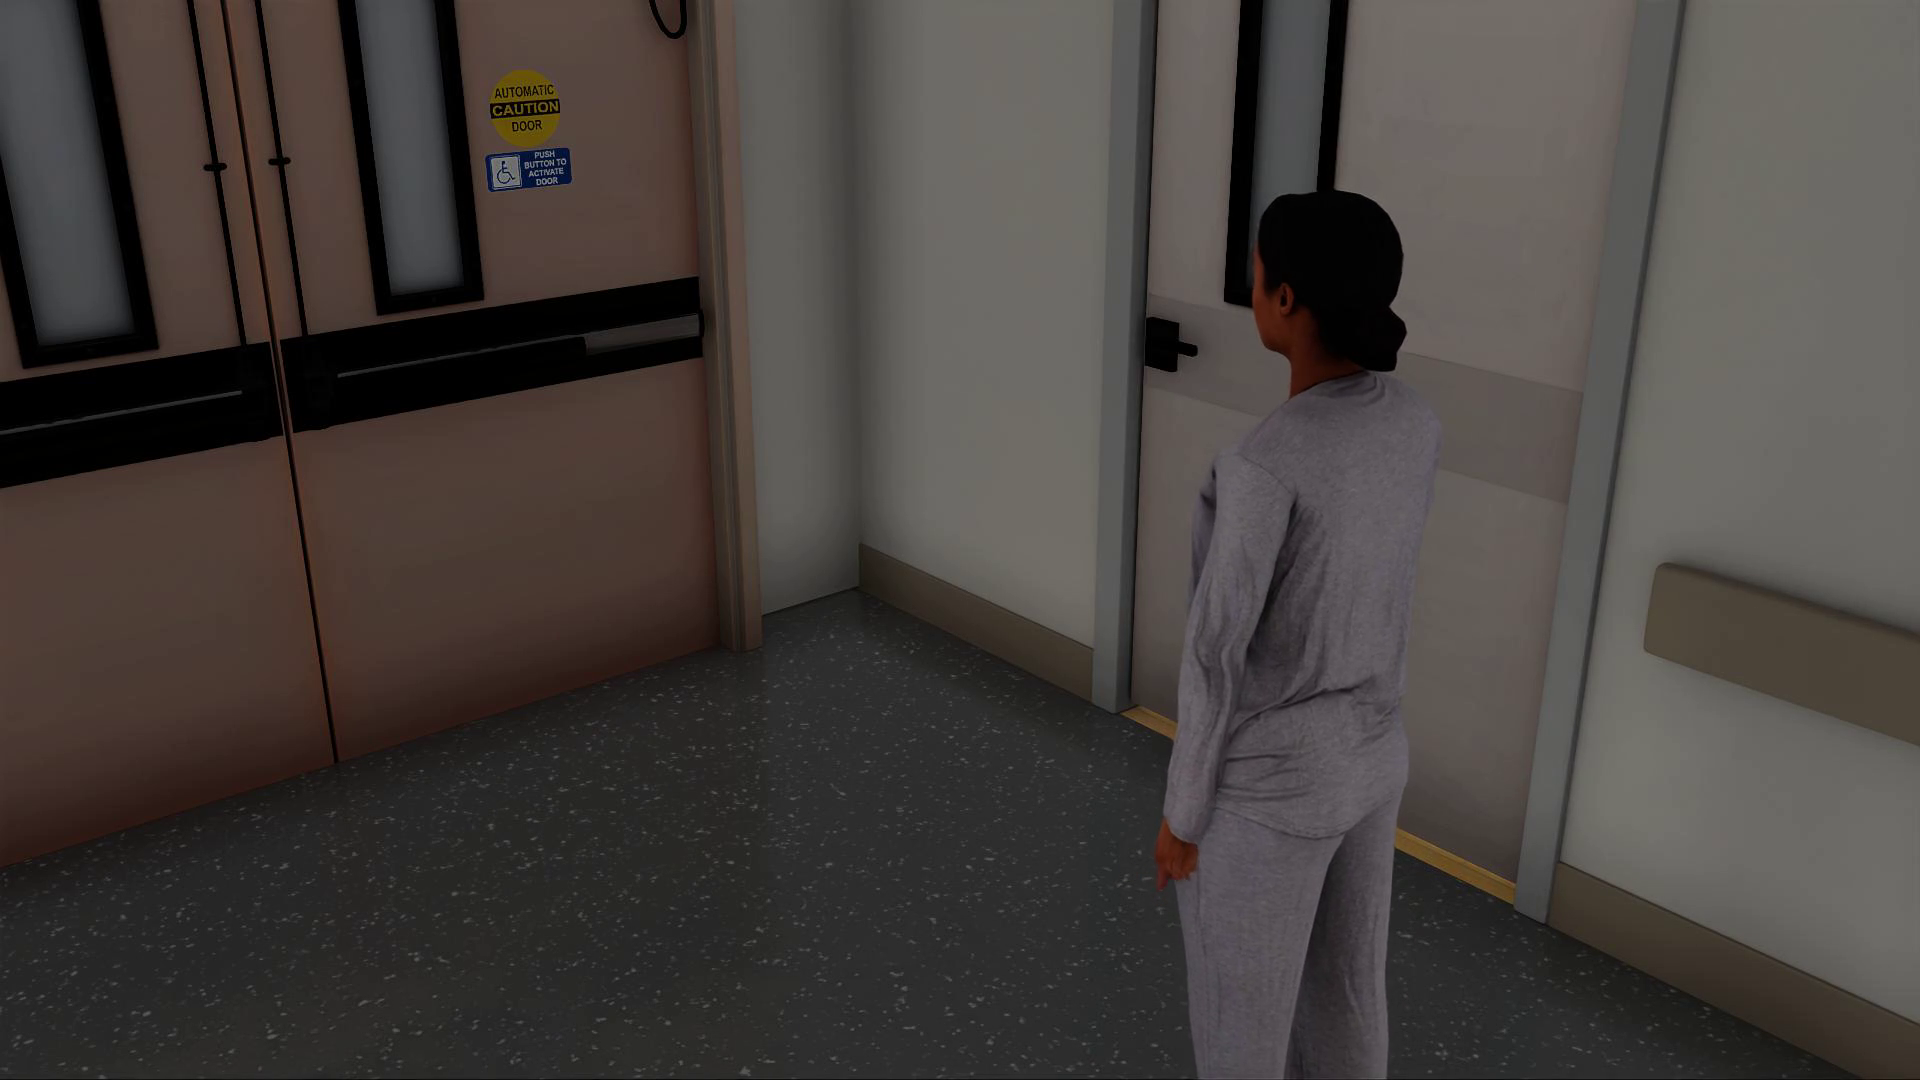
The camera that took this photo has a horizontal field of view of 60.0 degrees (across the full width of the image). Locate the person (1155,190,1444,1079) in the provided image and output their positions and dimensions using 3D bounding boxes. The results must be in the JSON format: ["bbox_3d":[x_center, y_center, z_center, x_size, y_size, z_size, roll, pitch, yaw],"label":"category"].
[{"bbox_3d":[0.510,0.347,2.504,0.630,1.735,0.532,-18,27,-39],"label":"person"}]
